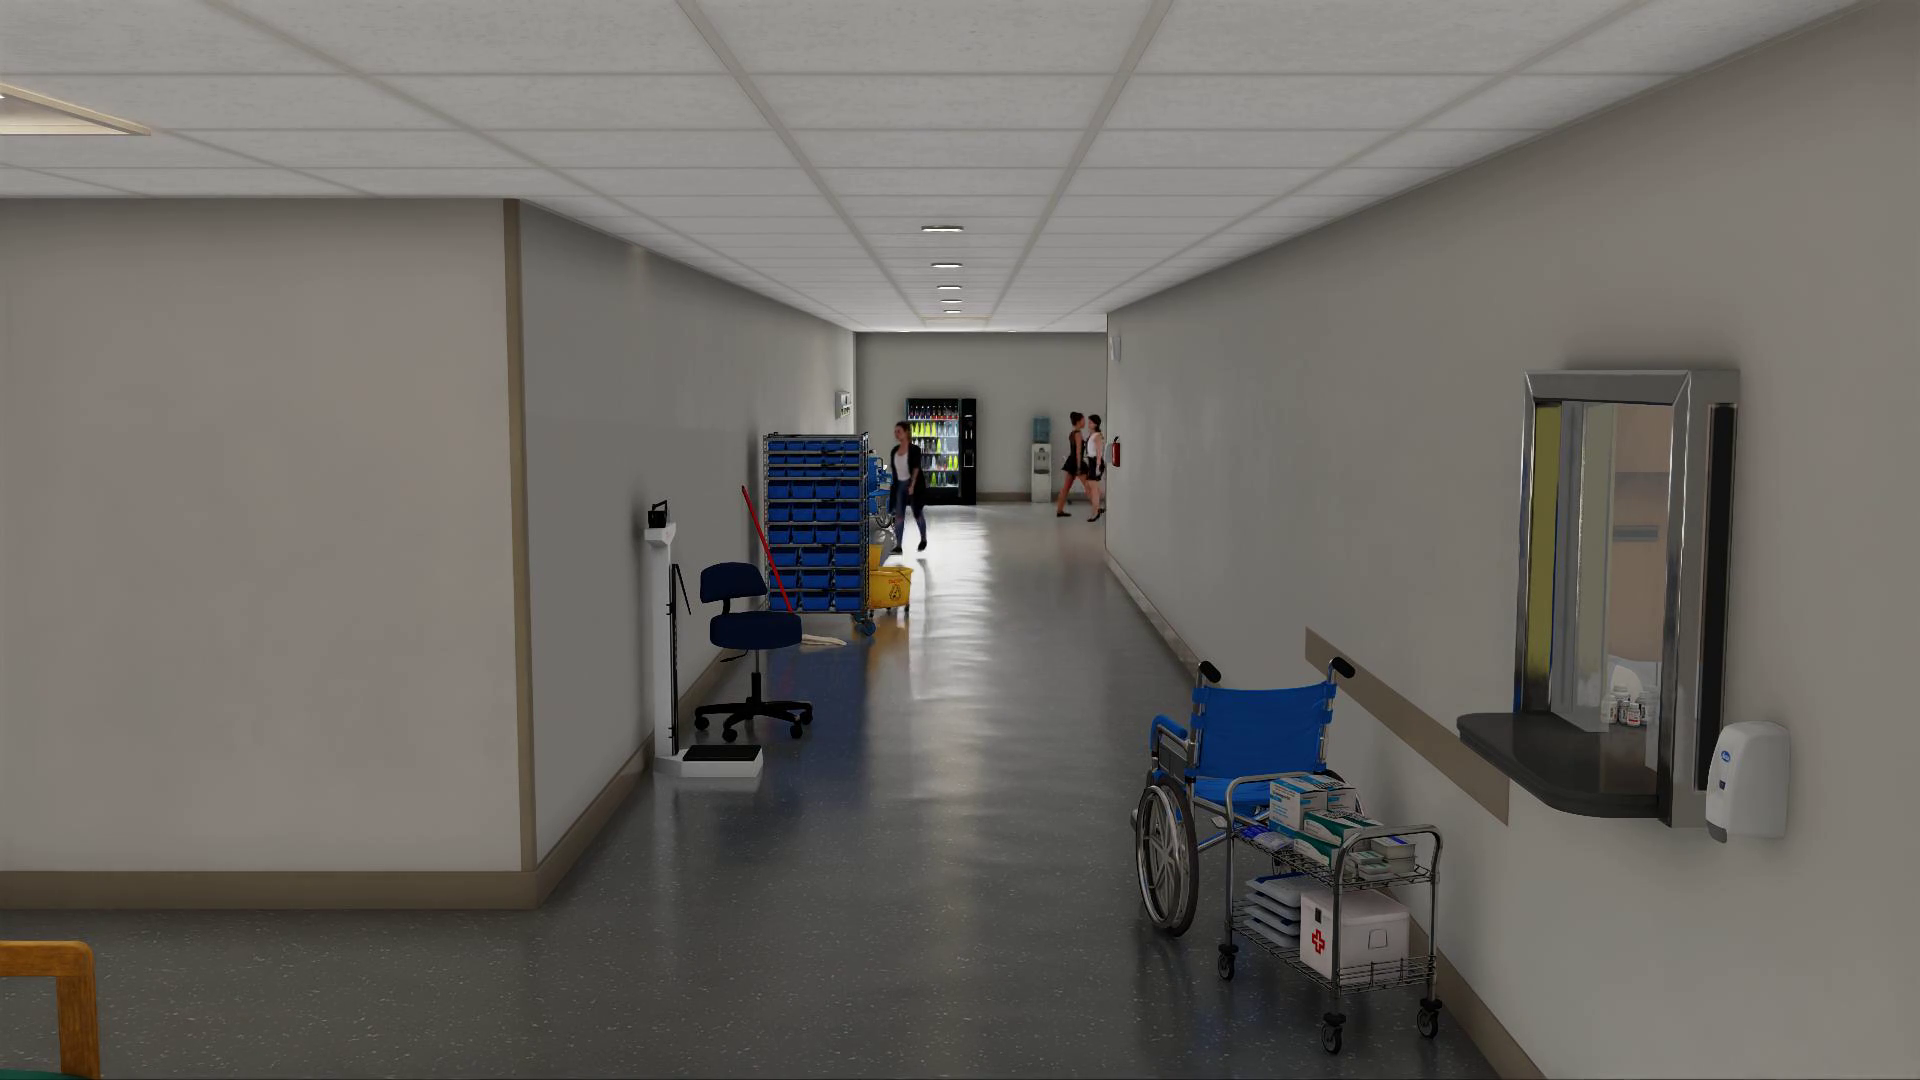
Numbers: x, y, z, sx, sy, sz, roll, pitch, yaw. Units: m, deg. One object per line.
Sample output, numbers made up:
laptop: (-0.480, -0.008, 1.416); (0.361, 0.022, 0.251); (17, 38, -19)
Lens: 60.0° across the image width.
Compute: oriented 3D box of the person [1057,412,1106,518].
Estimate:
person: (1.727, -1.132, 25.842); (1.136, 1.629, 0.782); (-2, 6, -16)

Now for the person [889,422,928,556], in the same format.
person: (-0.593, -0.613, 20.660); (1.176, 1.634, 1.014); (3, 6, 25)
